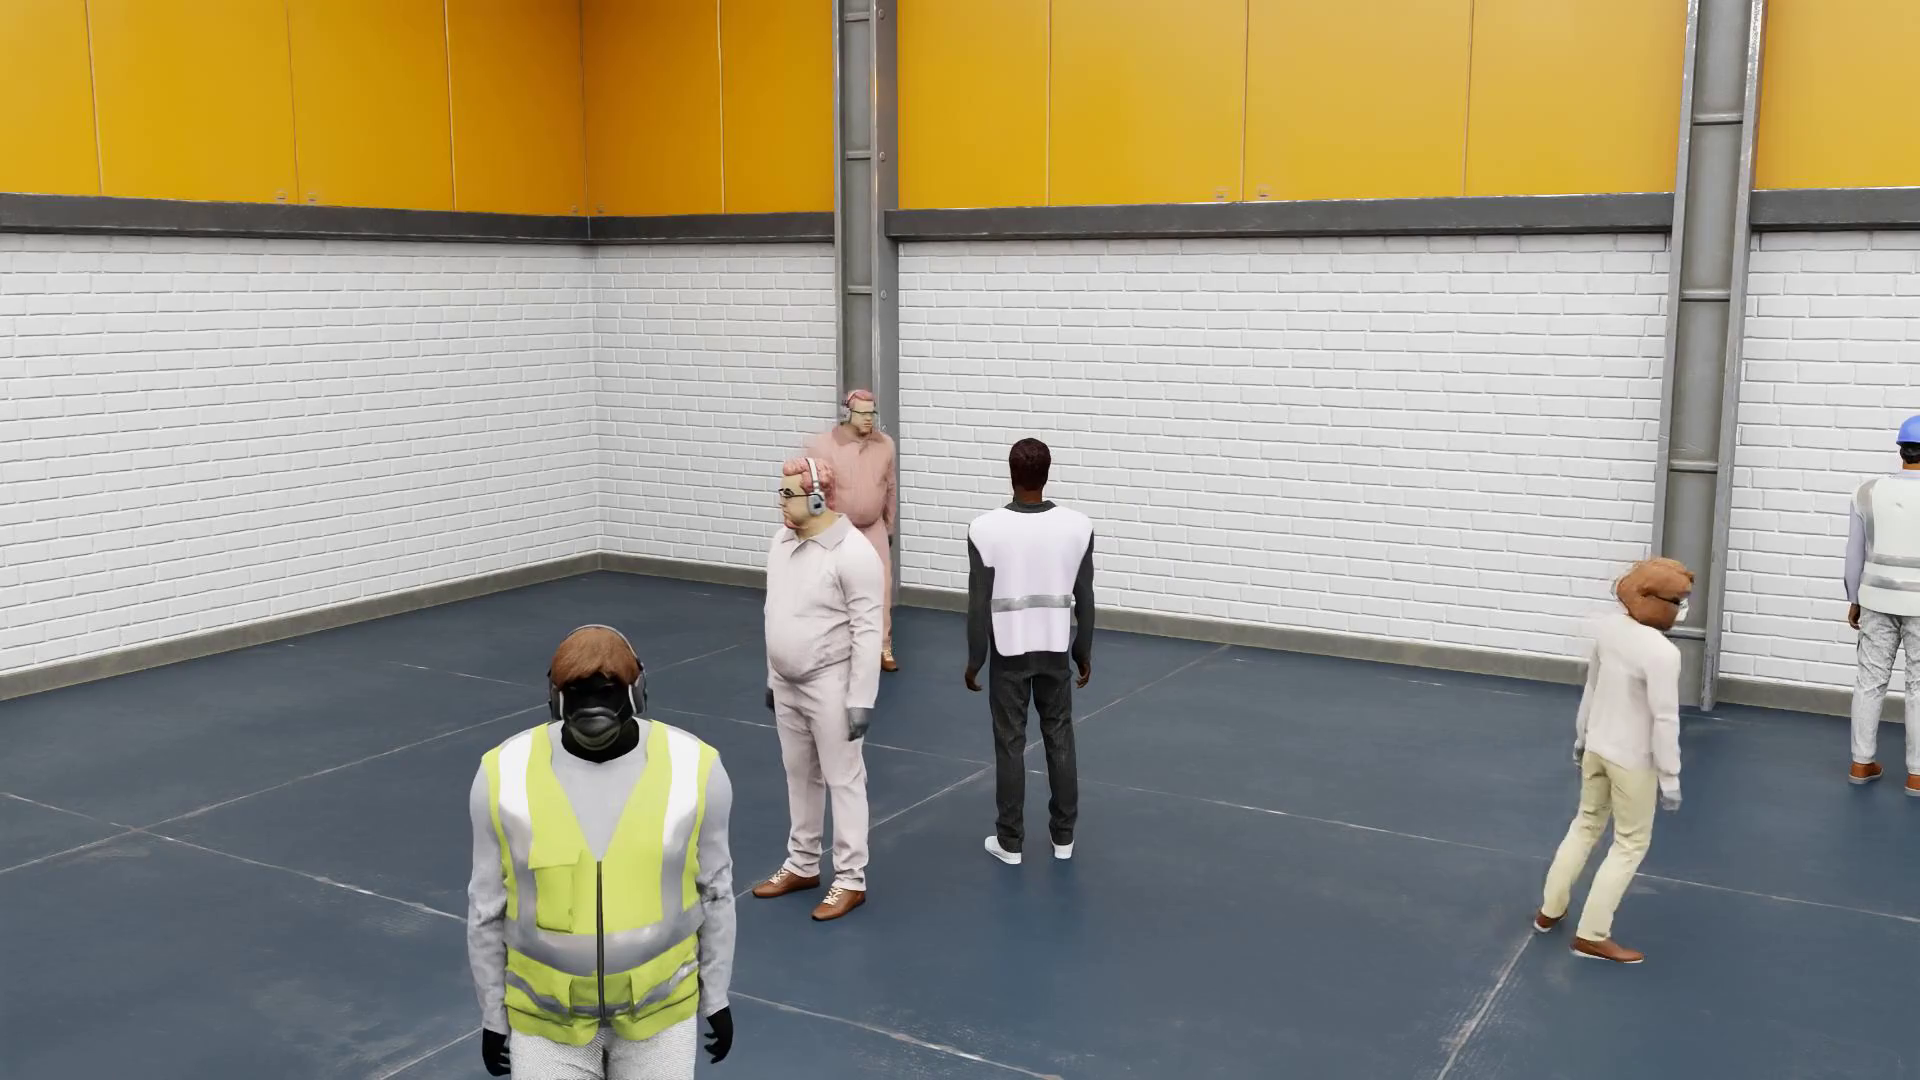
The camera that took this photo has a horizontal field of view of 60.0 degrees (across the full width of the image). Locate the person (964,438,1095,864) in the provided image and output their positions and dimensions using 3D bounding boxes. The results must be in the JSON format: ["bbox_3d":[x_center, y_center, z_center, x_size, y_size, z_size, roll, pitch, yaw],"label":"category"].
[{"bbox_3d":[0.319,0.502,7.468,0.597,1.916,0.371,-2,9,-14],"label":"person"}]

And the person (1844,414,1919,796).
[{"bbox_3d":[4.832,0.327,8.488,0.399,1.941,0.603,-7,11,-37],"label":"person"}]

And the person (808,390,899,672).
[{"bbox_3d":[-0.675,-0.051,11.045,0.663,1.878,0.744,-4,10,-23],"label":"person"}]

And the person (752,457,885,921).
[{"bbox_3d":[-0.603,0.606,6.871,0.400,1.905,0.643,-8,12,-43],"label":"person"}]

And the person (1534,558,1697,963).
[{"bbox_3d":[2.536,0.833,6.401,0.364,1.593,0.644,-2,9,-12],"label":"person"}]

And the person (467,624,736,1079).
[{"bbox_3d":[-0.839,1.104,3.951,0.624,1.844,0.430,-2,9,-11],"label":"person"}]
